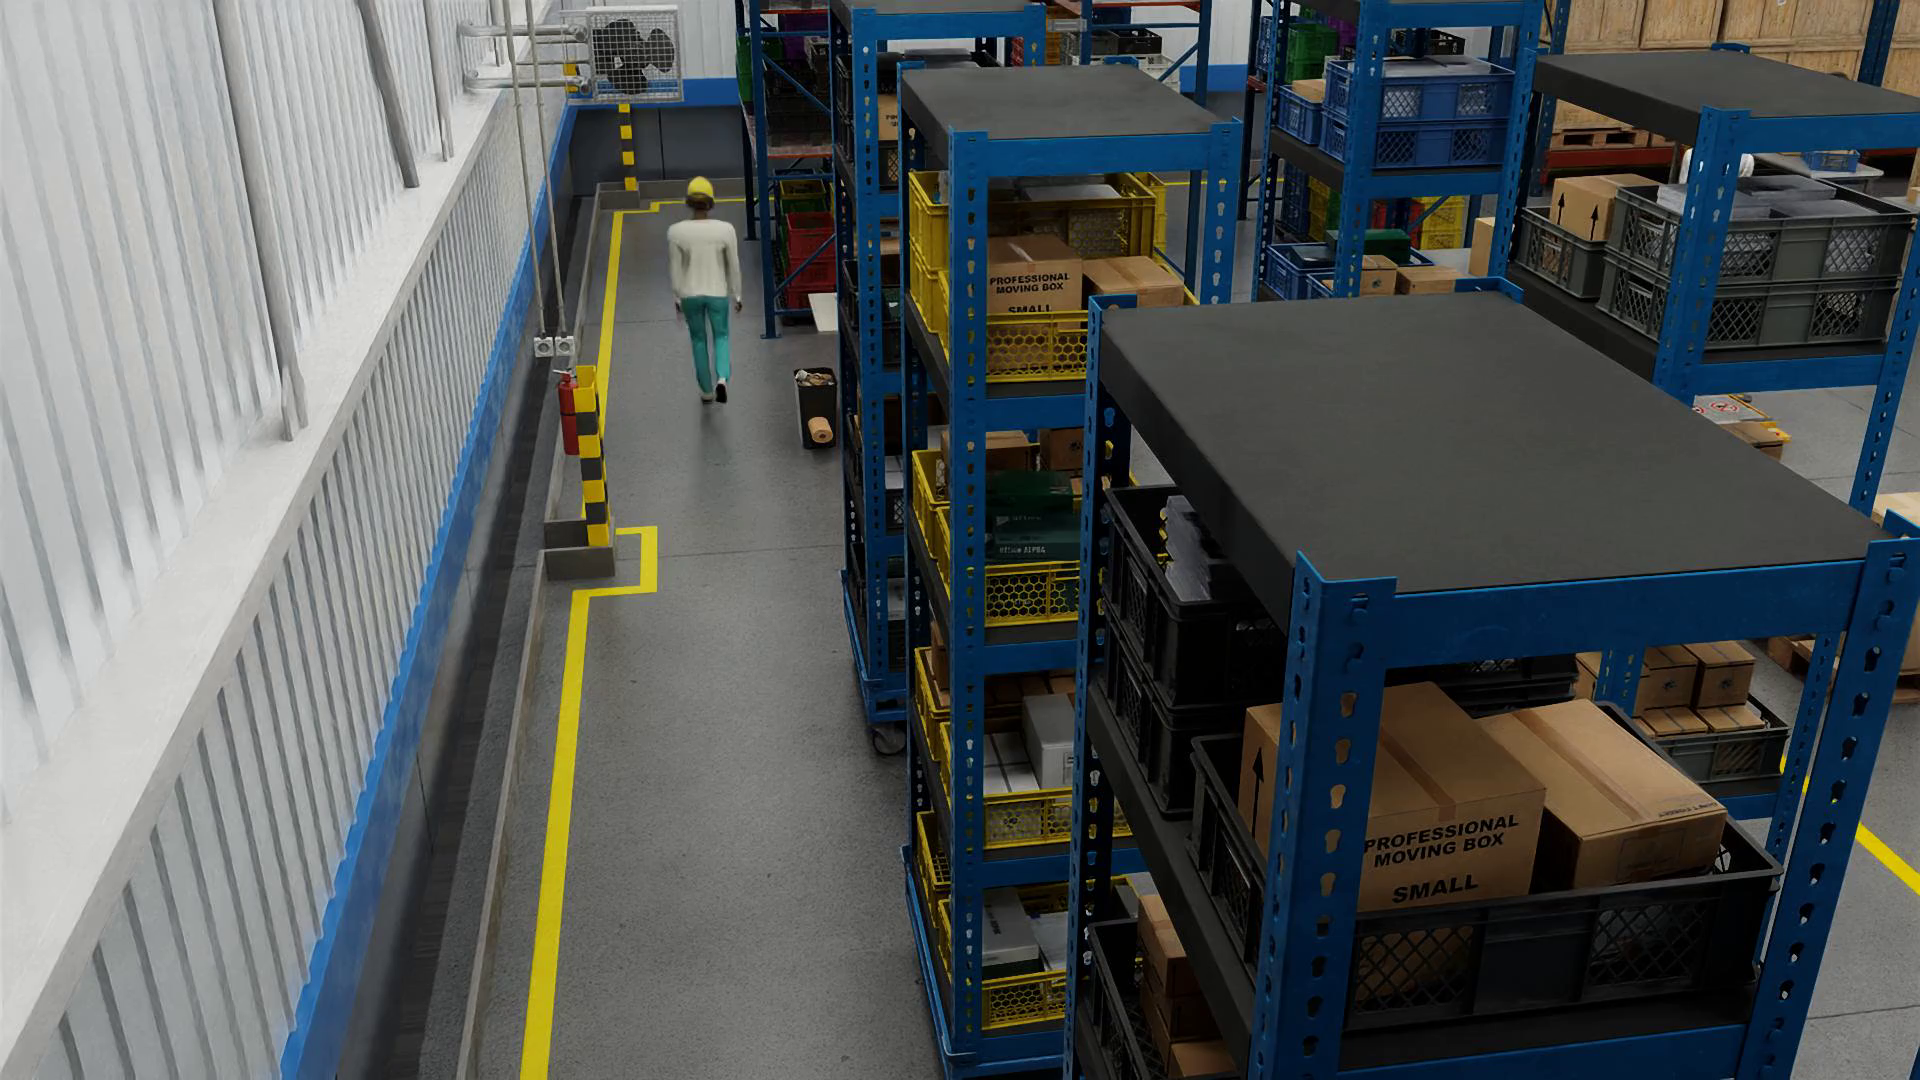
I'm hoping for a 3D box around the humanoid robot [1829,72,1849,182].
[{"bbox_3d":[9.034,-4.077,17.468,0.574,1.646,0.452,1,25,1],"label":"humanoid robot"}]

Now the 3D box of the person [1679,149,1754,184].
[{"bbox_3d":[6.389,-2.701,14.240,0.574,1.882,0.361,11,27,22],"label":"person"}]

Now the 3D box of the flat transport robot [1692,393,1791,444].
[{"bbox_3d":[5.224,-0.859,12.132,1.431,0.197,0.652,-4,25,-8],"label":"flat transport robot"}]

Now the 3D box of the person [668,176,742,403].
[{"bbox_3d":[-1.917,-1.850,12.568,0.529,1.738,0.561,-4,25,-8],"label":"person"}]
